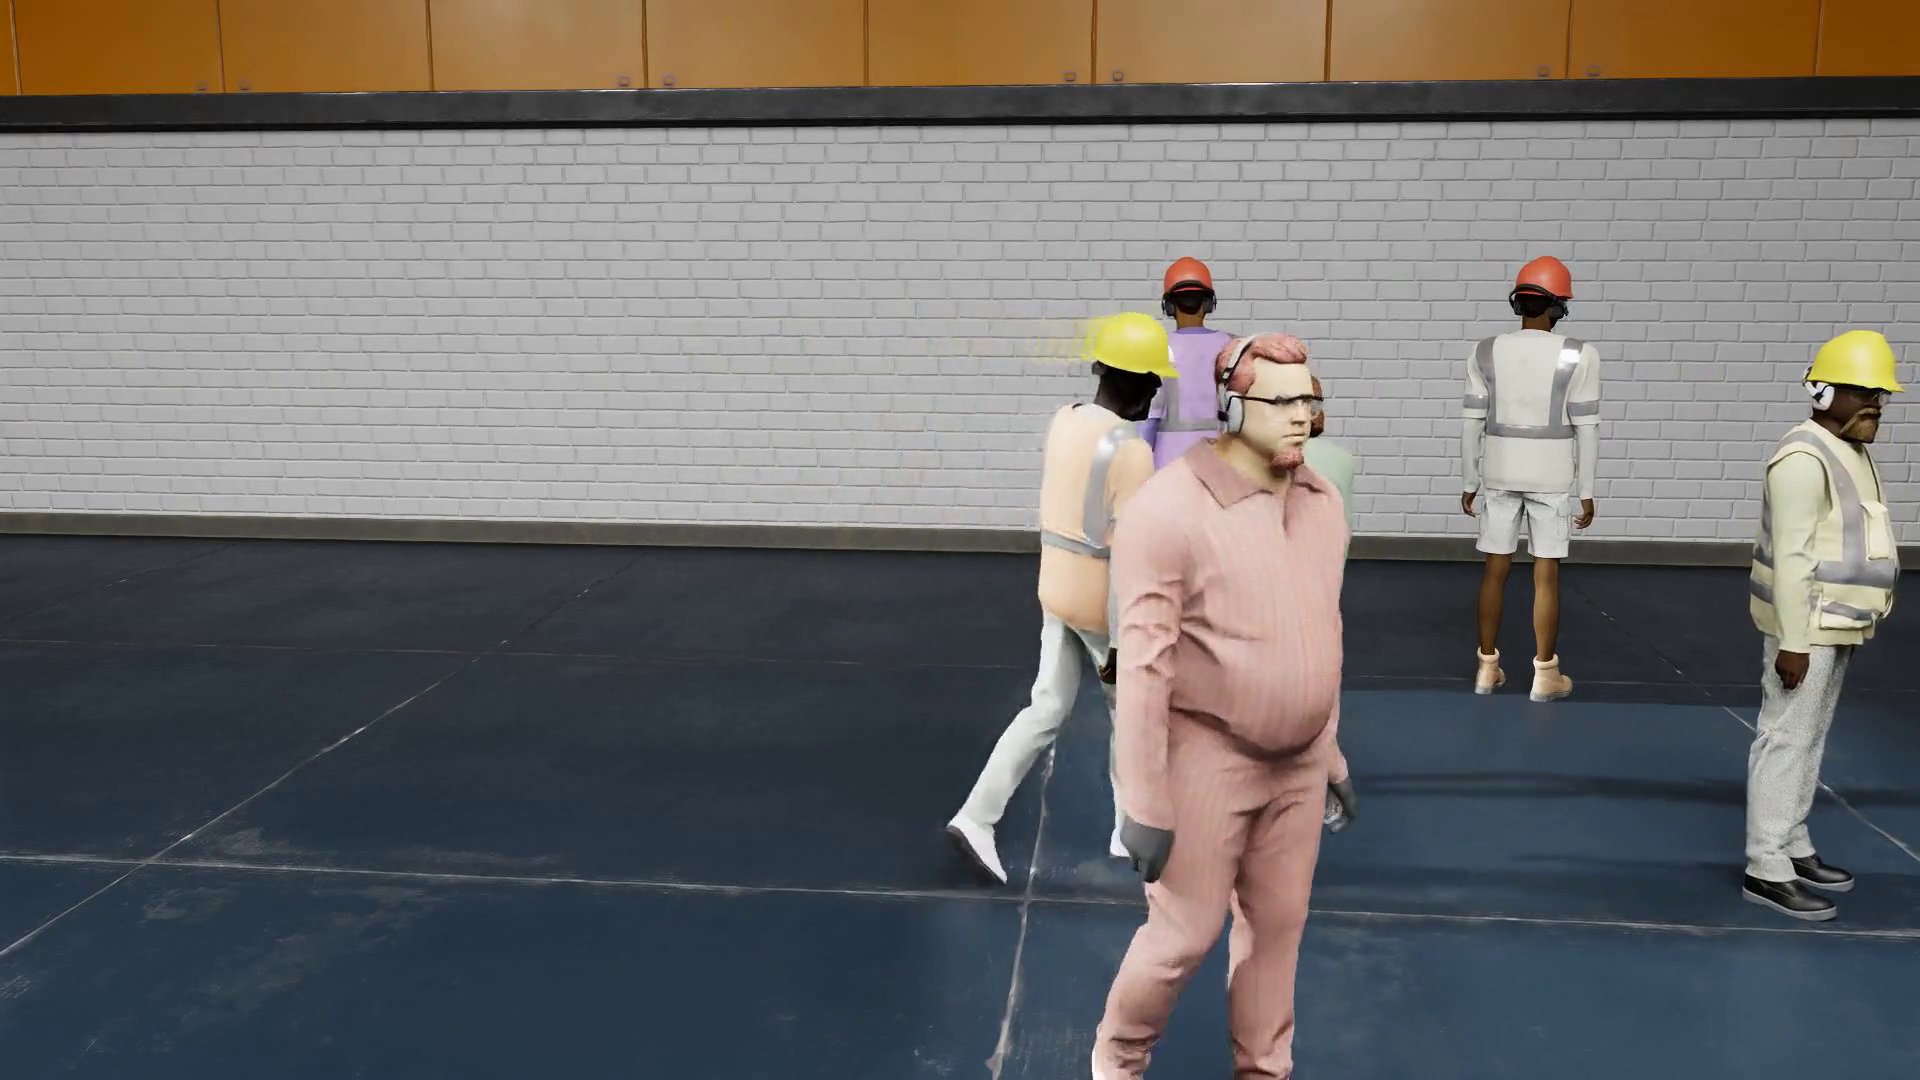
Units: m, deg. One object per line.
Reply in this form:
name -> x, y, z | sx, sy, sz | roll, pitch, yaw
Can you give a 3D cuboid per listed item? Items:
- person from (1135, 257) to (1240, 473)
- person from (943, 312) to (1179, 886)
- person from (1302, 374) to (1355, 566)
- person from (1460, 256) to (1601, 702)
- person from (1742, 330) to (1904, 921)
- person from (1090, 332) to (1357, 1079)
person -> 1.084, -0.320, 7.956 | 0.605, 2.038, 0.394 | -3, 10, -17
person -> 0.378, 0.200, 5.417 | 0.899, 1.885, 0.594 | -6, 12, -31
person -> 1.255, 0.153, 6.461 | 0.509, 1.612, 0.475 | 3, 10, 16
person -> 2.635, -0.279, 7.699 | 0.616, 2.041, 0.381 | 7, 12, 33
person -> 2.718, 0.256, 5.250 | 0.404, 1.829, 0.591 | 8, 13, 40
person -> 0.629, 0.495, 3.763 | 0.667, 1.933, 0.479 | -7, 12, -34
